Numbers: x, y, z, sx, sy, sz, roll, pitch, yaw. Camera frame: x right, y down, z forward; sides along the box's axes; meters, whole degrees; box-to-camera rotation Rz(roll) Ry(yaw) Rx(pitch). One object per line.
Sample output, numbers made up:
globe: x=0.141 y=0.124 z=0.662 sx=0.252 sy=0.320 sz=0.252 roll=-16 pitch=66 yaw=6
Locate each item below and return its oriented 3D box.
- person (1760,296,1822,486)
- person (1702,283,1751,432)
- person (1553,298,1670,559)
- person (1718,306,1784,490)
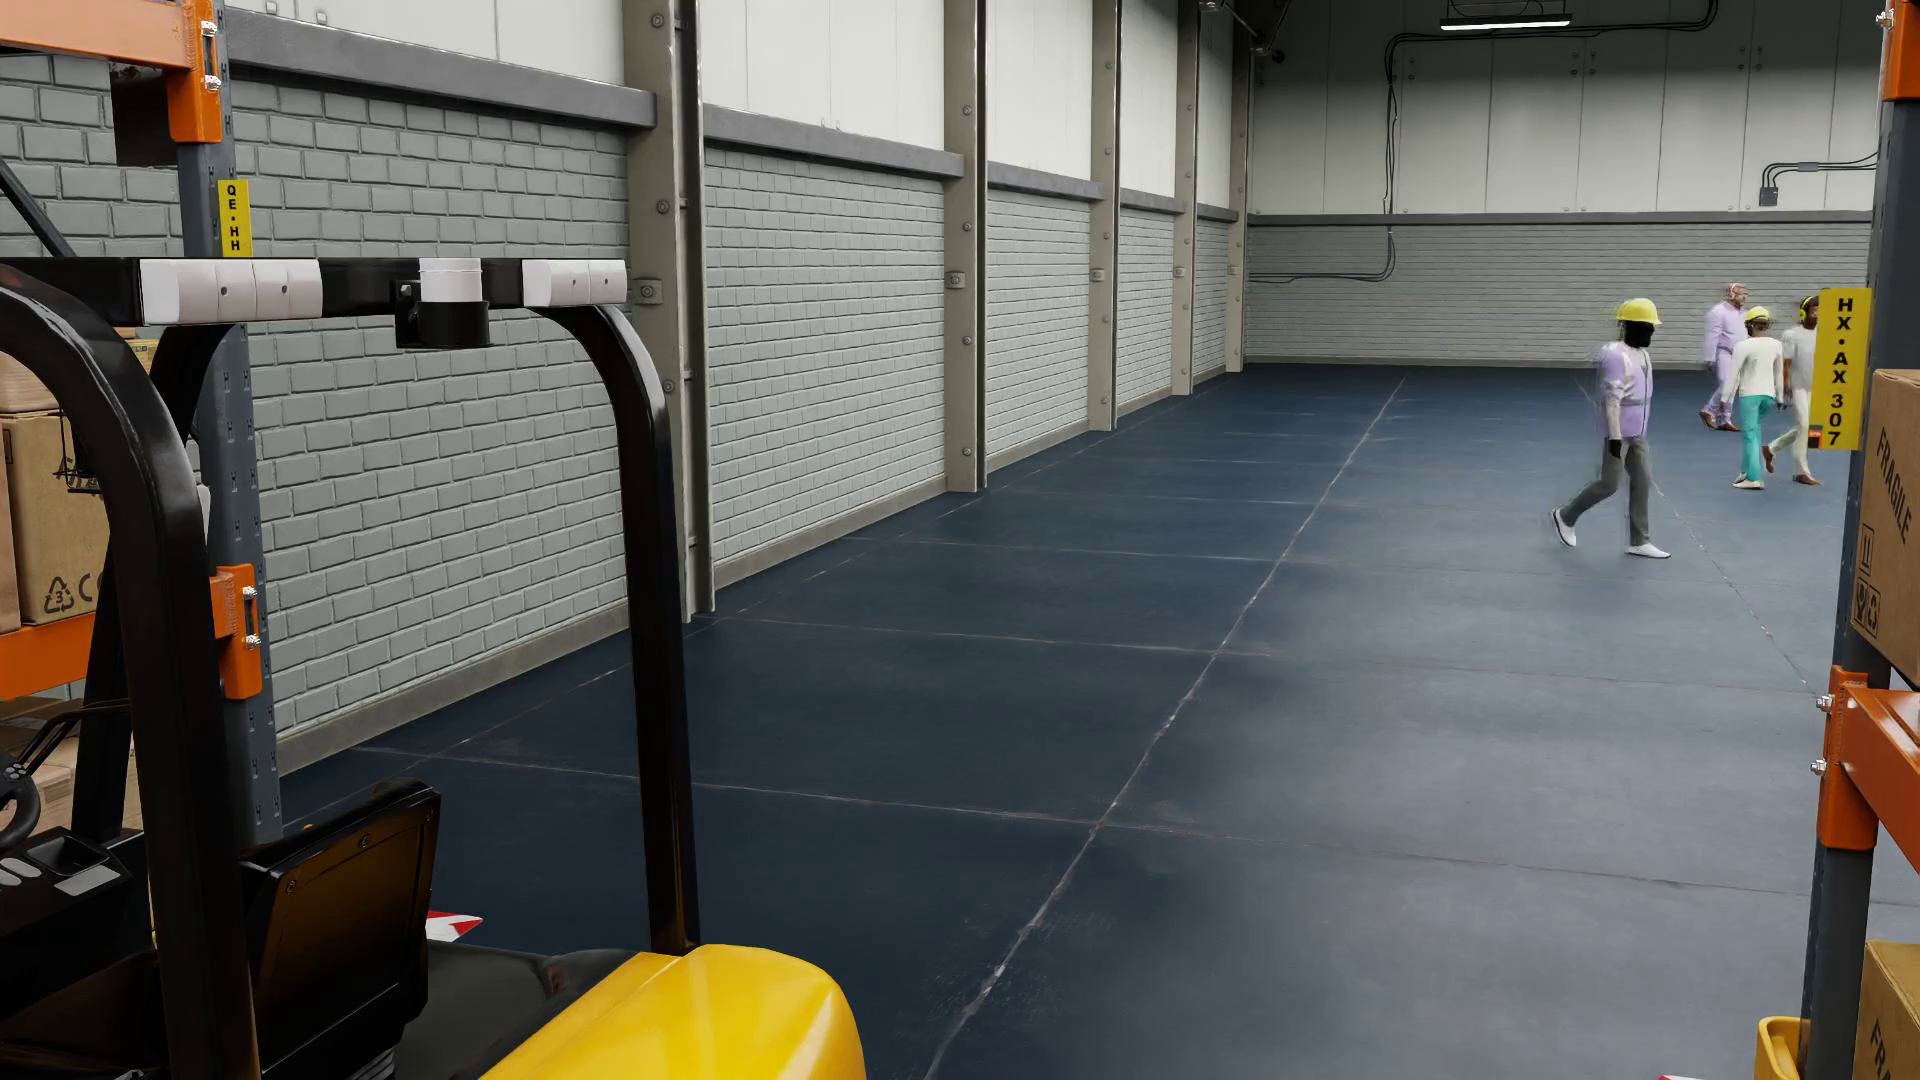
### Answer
person: x=8.237 y=-1.477 z=16.338 sx=0.519 sy=1.840 sz=0.714 roll=-4 pitch=10 yaw=-23
person: x=9.829 y=-2.322 z=21.195 sx=0.681 sy=1.890 sz=0.428 roll=-5 pitch=11 yaw=-27
person: x=4.863 y=-0.831 z=12.287 sx=0.600 sy=1.906 sz=0.792 roll=-8 pitch=12 yaw=-39
person: x=7.571 y=-1.357 z=15.916 sx=0.627 sy=1.725 sz=0.567 roll=-3 pitch=10 yaw=-17
